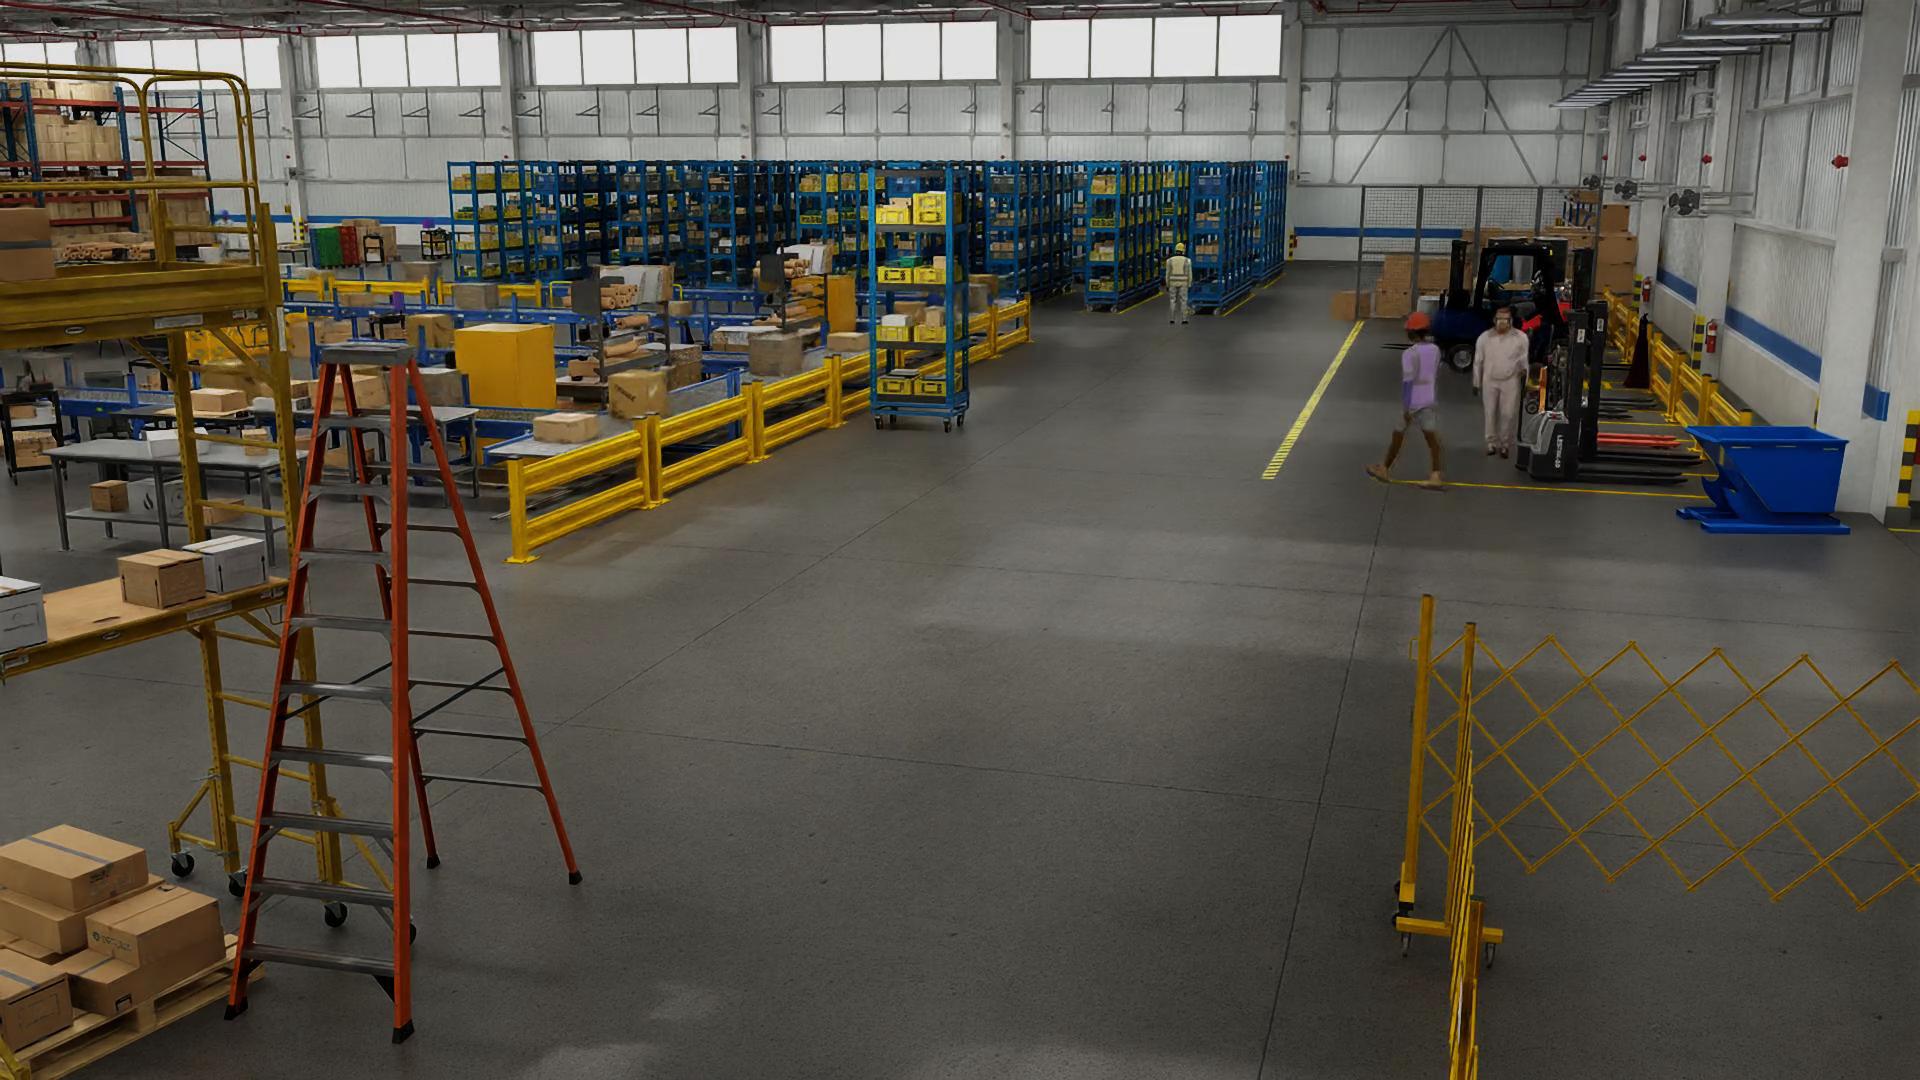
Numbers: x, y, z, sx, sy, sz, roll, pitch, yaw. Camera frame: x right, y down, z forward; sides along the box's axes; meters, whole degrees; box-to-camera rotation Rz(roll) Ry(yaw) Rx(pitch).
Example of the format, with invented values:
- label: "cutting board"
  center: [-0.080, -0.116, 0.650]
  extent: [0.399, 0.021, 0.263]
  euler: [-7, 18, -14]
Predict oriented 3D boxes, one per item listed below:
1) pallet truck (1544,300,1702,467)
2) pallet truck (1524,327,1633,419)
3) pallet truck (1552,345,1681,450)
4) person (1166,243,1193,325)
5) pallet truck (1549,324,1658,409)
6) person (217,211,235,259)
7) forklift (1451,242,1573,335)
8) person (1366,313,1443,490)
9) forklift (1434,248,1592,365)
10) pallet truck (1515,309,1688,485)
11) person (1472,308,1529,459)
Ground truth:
- label: "pallet truck"
  center: [8.263, -1.952, 20.631]
  extent: [1.885, 1.965, 0.823]
  euler: [5, 14, 20]
- label: "pallet truck"
  center: [9.065, -2.460, 24.370]
  extent: [1.522, 1.261, 0.704]
  euler: [3, 13, 14]
- label: "pallet truck"
  center: [8.641, -1.896, 21.908]
  extent: [1.630, 1.274, 0.653]
  euler: [4, 14, 16]
- label: "person"
  center: [4.934, -5.760, 37.438]
  extent: [0.600, 1.831, 0.404]
  euler: [3, 13, 15]
- label: "pallet truck"
  center: [9.824, -2.669, 25.407]
  extent: [1.601, 1.201, 0.680]
  euler: [4, 14, 16]
- label: "person"
  center: [-25.400, -10.448, 57.589]
  extent: [0.616, 1.883, 1.042]
  euler: [-11, 17, -40]
- label: "forklift"
  center: [10.464, -4.597, 31.405]
  extent: [2.680, 1.987, 1.157]
  euler: [4, 14, 16]
- label: "person"
  center: [5.195, -1.597, 19.086]
  extent: [0.608, 1.992, 1.052]
  euler: [-8, 15, -30]
- label: "forklift"
  center: [9.780, -4.111, 29.280]
  extent: [2.680, 1.987, 1.157]
  euler: [3, 13, 14]
- label: "pallet truck"
  center: [7.554, -1.677, 19.446]
  extent: [1.885, 1.965, 0.823]
  euler: [3, 13, 14]
- label: "person"
  center: [6.784, -1.972, 20.949]
  extent: [0.681, 1.884, 0.689]
  euler: [5, 14, 22]
